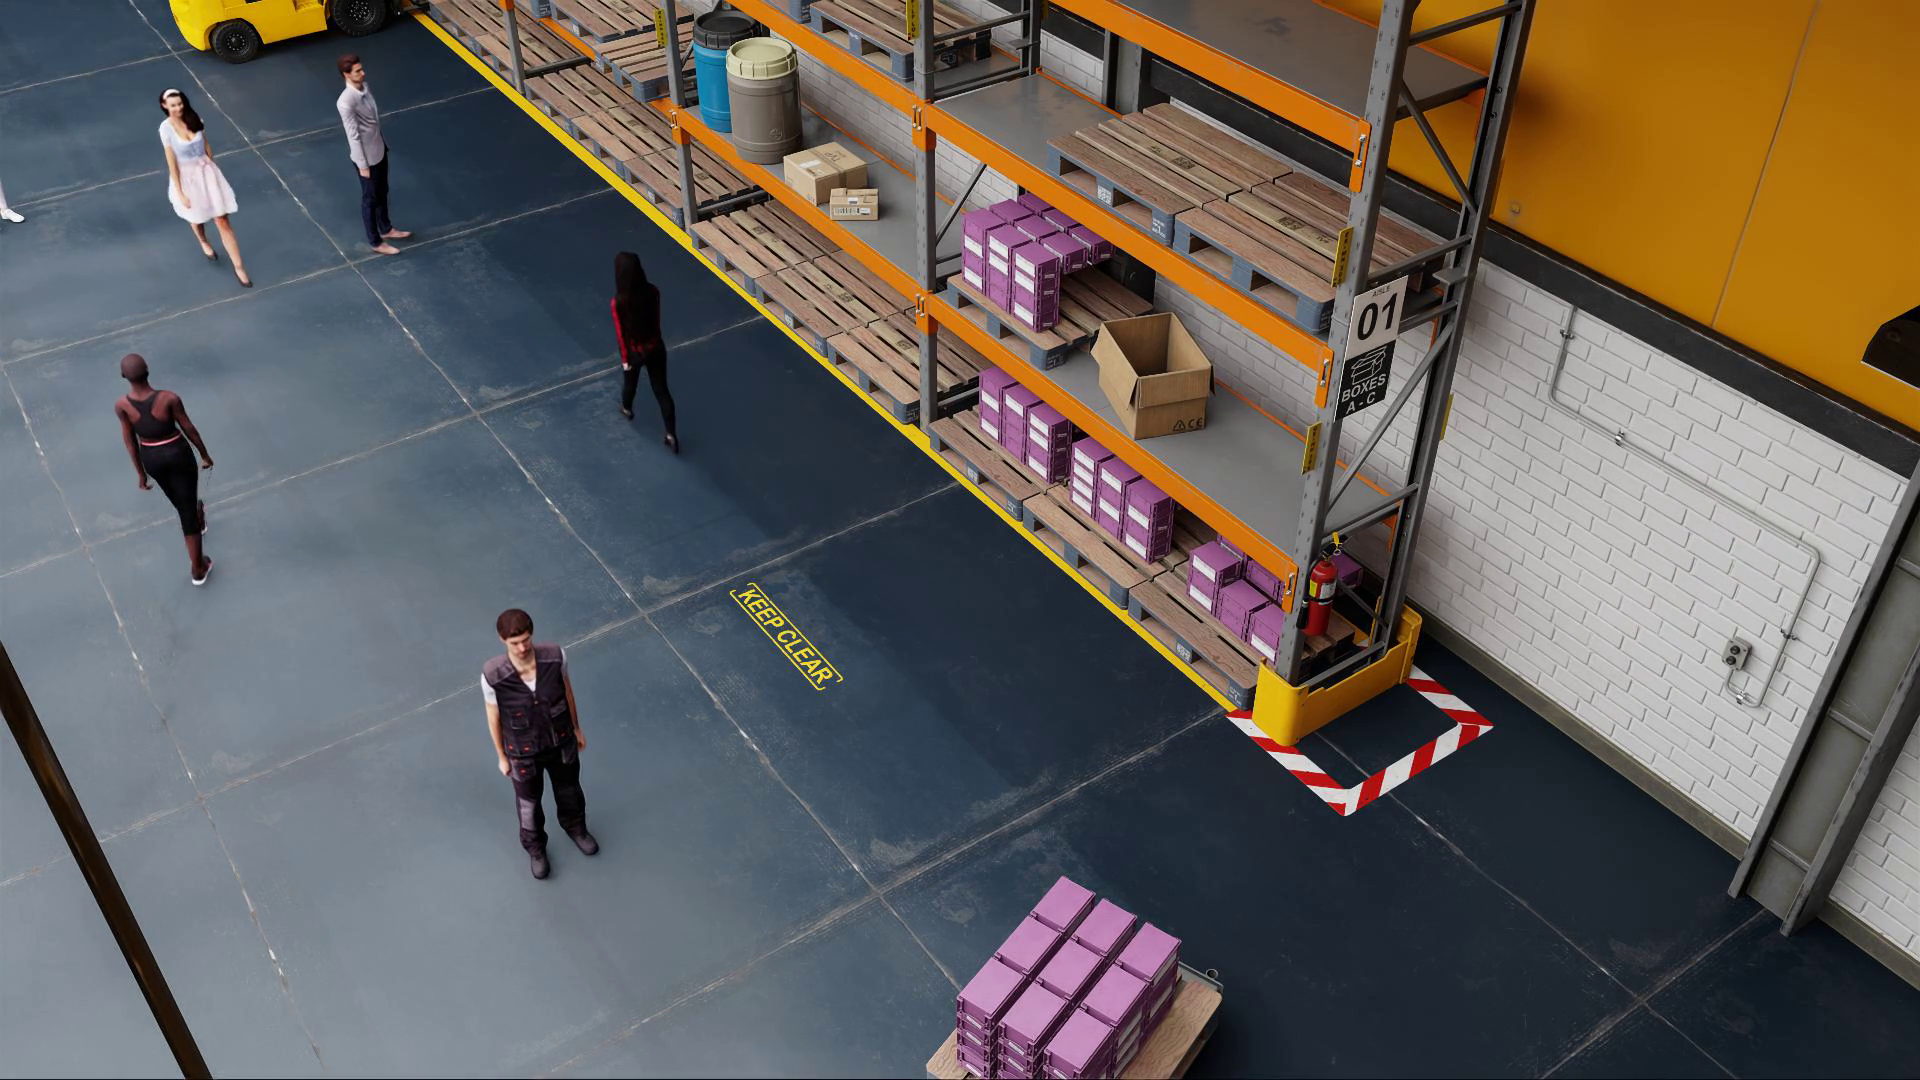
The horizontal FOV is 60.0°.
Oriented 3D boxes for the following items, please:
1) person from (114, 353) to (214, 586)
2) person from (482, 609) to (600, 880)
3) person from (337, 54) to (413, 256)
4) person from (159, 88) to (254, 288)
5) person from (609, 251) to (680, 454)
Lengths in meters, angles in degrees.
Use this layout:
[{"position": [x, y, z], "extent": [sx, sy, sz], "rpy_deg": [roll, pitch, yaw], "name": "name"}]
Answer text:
[{"position": [-5.406, -0.446, 11.348], "extent": [0.905, 1.727, 1.158], "rpy_deg": [-7, 39, -8], "name": "person"}, {"position": [-2.363, 1.105, 9.309], "extent": [0.660, 1.848, 0.577], "rpy_deg": [-20, 43, -23], "name": "person"}, {"position": [-5.374, -3.527, 15.107], "extent": [0.817, 1.850, 0.728], "rpy_deg": [2, 39, 3], "name": "person"}, {"position": [-6.771, -3.129, 14.684], "extent": [0.753, 1.758, 1.232], "rpy_deg": [-31, 48, -33], "name": "person"}, {"position": [-2.336, -1.386, 12.608], "extent": [0.642, 1.623, 1.029], "rpy_deg": [-27, 46, -30], "name": "person"}]
